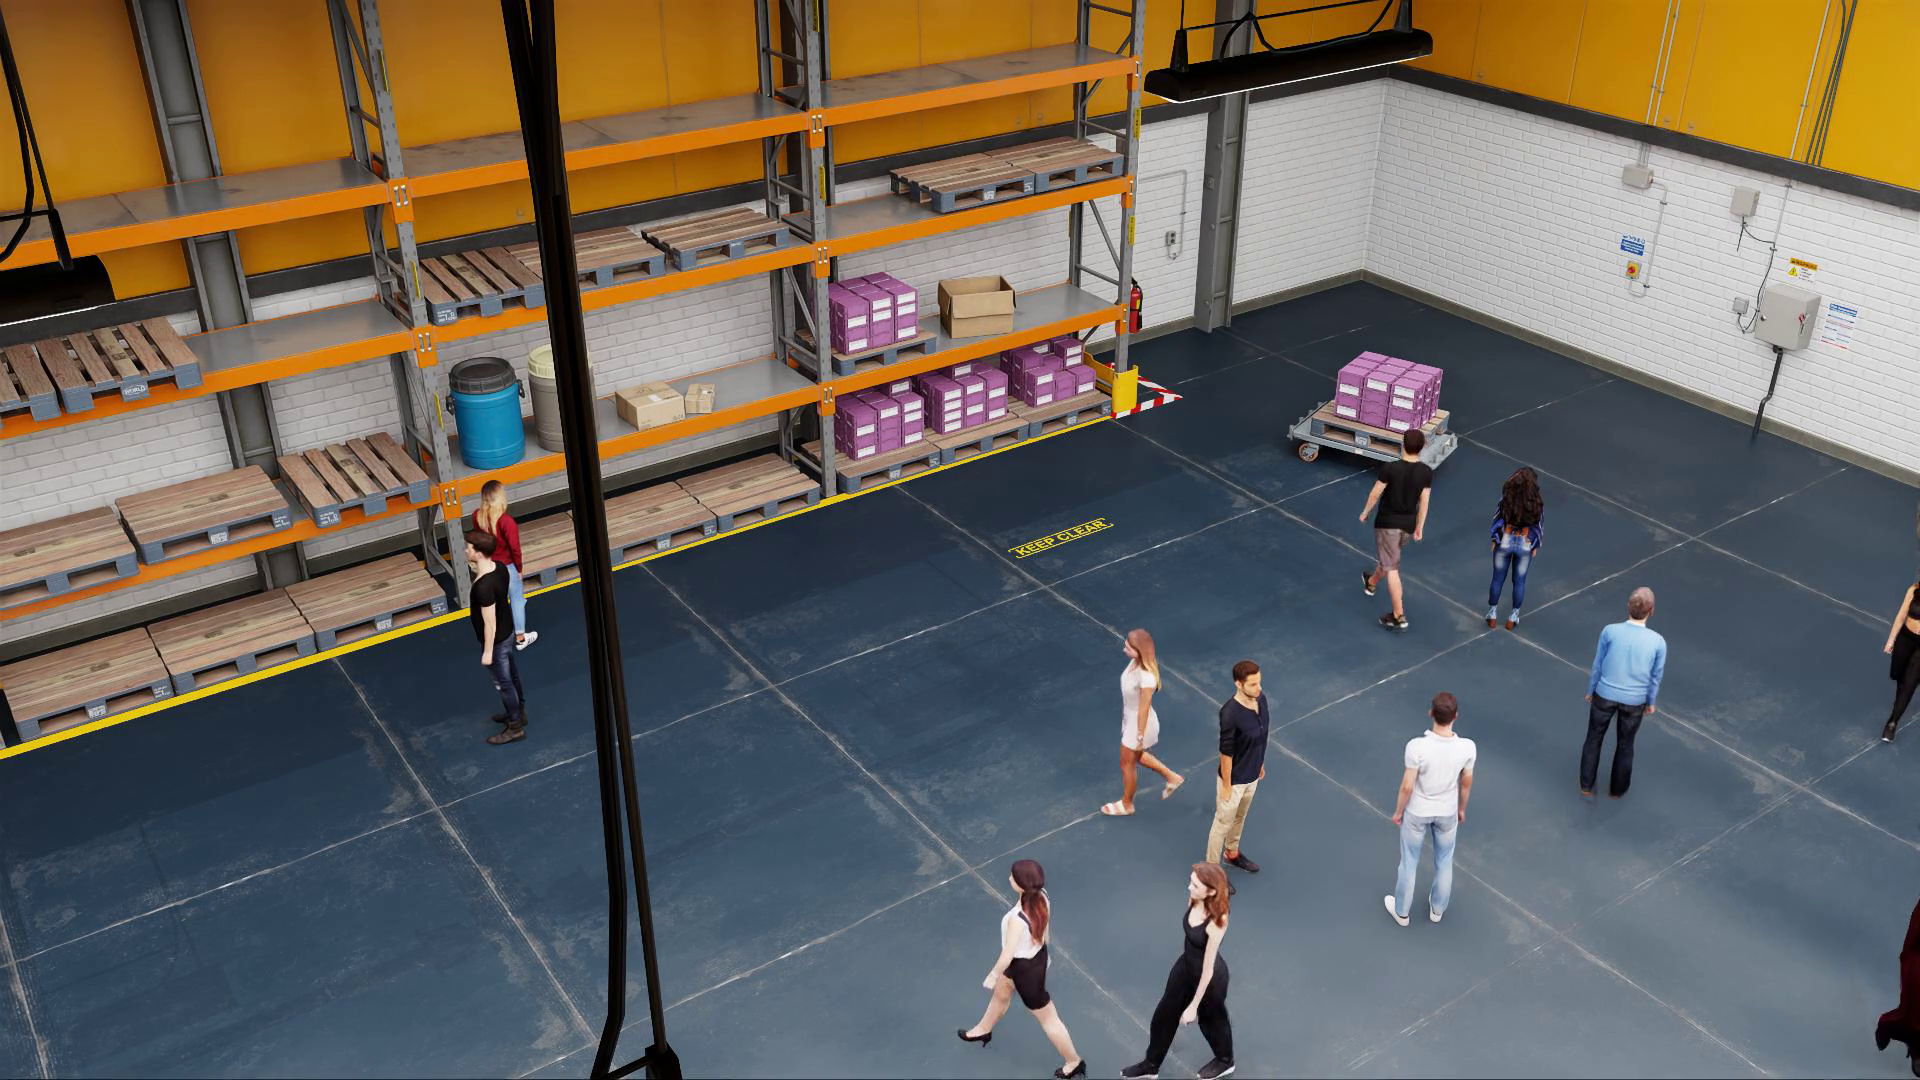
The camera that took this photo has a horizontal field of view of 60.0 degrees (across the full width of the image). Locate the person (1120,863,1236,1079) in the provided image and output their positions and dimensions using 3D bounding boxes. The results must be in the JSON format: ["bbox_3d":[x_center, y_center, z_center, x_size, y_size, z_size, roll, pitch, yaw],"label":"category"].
[{"bbox_3d":[1.582,2.662,10.182,1.018,1.716,0.706,-12,31,-21],"label":"person"}]

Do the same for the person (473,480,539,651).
[{"bbox_3d":[-4.073,0.213,14.761,0.668,1.632,0.701,9,30,15],"label":"person"}]

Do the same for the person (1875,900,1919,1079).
[{"bbox_3d":[6.061,2.581,10.299,0.812,1.747,0.880,3,29,5],"label":"person"}]

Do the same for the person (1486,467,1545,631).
[{"bbox_3d":[5.015,0.064,15.050,0.695,1.617,0.725,10,30,17],"label":"person"}]

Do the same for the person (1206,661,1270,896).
[{"bbox_3d":[1.986,1.654,11.881,0.739,1.859,0.545,23,36,35],"label":"person"}]

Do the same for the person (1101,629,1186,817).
[{"bbox_3d":[1.432,1.392,12.552,0.966,1.677,0.828,-2,29,-3],"label":"person"}]

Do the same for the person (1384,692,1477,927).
[{"bbox_3d":[3.257,1.871,11.488,0.677,1.855,0.790,-1,29,-2],"label":"person"}]

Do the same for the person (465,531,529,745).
[{"bbox_3d":[-3.743,0.773,13.458,0.764,1.897,0.761,-2,29,-3],"label":"person"}]

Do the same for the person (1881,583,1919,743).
[{"bbox_3d":[7.865,0.830,13.639,0.737,1.623,1.052,21,35,34],"label":"person"}]

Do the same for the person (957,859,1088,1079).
[{"bbox_3d":[0.495,2.697,10.245,1.039,1.596,1.101,10,30,18],"label":"person"}]

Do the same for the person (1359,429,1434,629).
[{"bbox_3d":[3.990,-0.071,15.096,1.272,1.809,1.045,-7,29,-13],"label":"person"}]

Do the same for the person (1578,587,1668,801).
[{"bbox_3d":[5.089,1.176,12.803,0.742,1.817,0.741,12,31,22],"label":"person"}]
